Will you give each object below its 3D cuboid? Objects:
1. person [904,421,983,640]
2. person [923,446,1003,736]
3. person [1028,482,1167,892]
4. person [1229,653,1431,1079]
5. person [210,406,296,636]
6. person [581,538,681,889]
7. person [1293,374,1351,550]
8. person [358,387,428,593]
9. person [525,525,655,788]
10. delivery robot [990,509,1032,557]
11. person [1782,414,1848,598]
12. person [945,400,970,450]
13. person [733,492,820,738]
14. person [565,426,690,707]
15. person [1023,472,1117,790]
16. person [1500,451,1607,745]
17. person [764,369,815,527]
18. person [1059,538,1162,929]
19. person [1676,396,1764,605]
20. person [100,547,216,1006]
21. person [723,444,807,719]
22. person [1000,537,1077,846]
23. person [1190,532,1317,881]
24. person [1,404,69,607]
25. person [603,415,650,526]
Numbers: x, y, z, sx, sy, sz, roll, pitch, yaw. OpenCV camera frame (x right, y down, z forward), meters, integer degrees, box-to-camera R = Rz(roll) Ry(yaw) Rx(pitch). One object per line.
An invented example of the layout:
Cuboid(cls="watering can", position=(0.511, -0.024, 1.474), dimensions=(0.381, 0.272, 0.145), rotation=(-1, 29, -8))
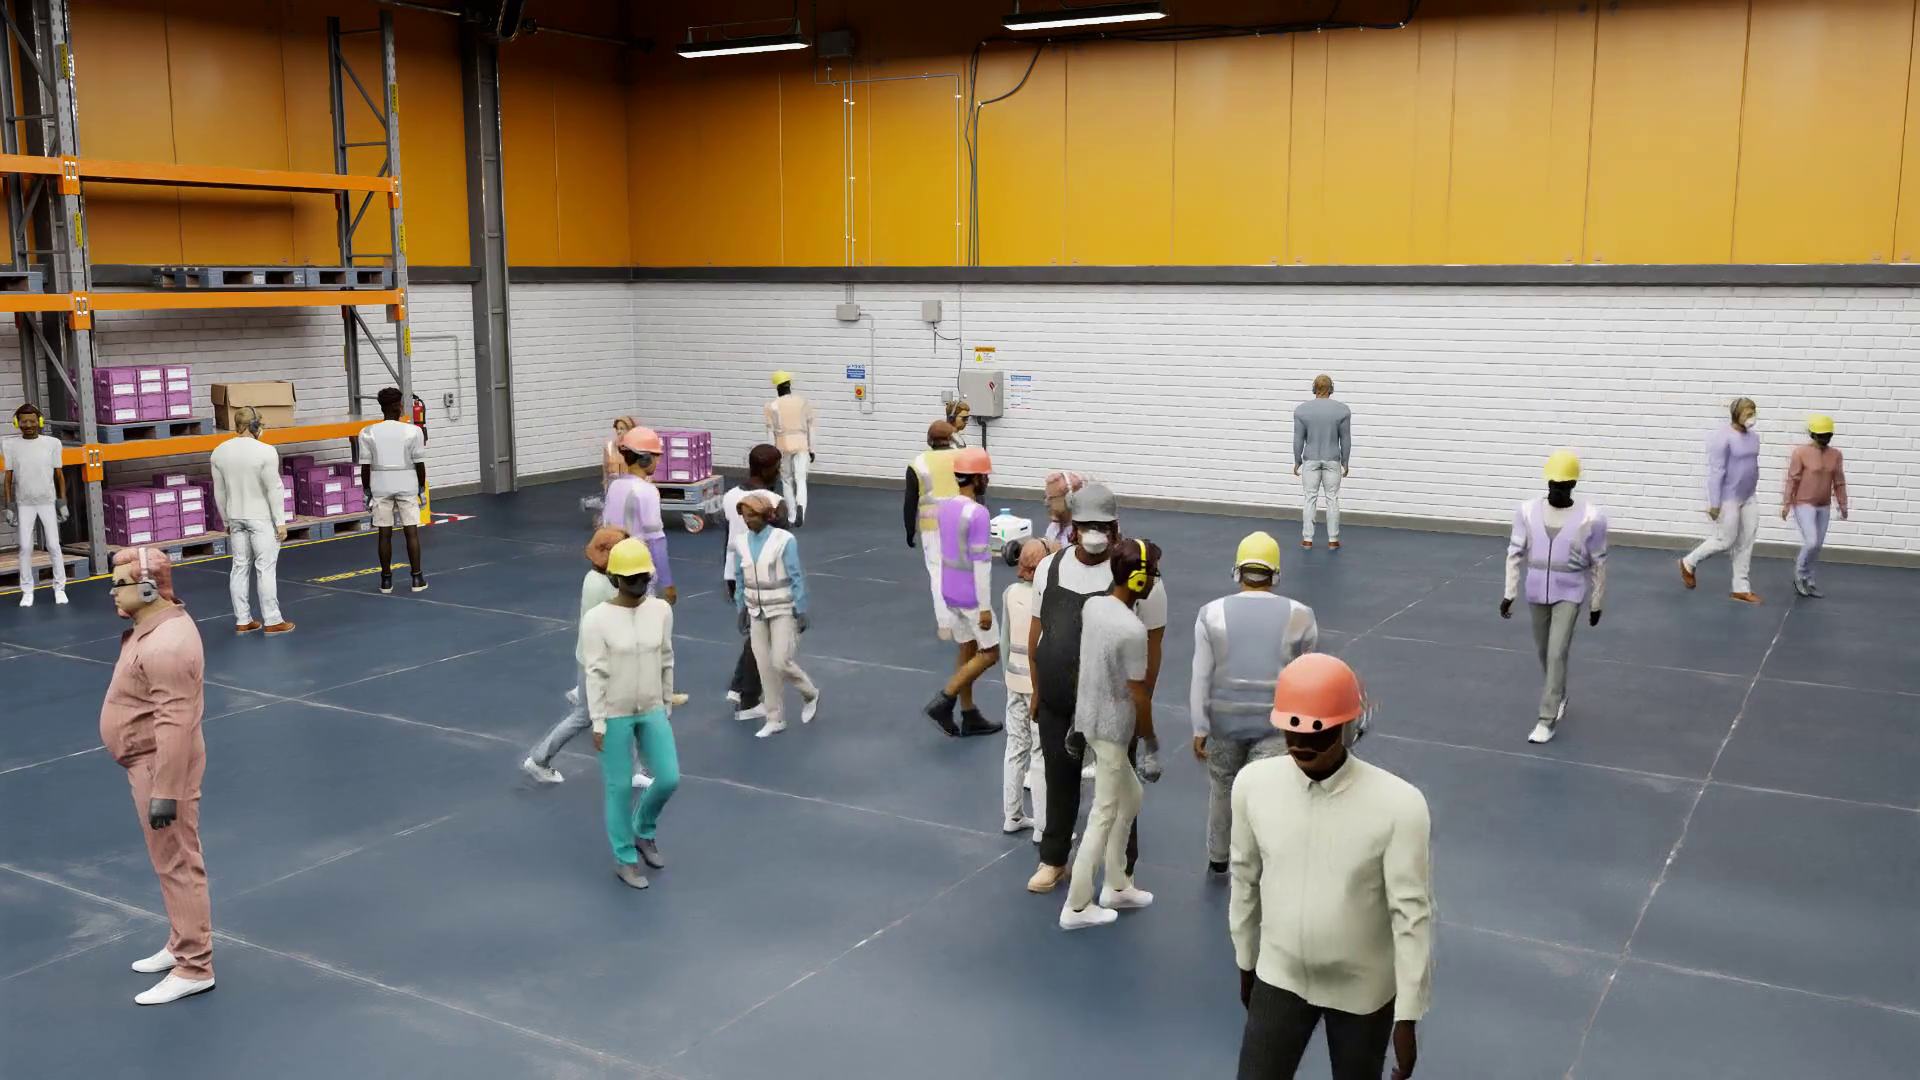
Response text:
Cuboid(cls="person", position=(-0.154, -0.109, 14.065), dimensions=(0.648, 1.792, 0.938), rotation=(-2, 9, -10))
Cuboid(cls="person", position=(0.031, 0.355, 10.764), dimensions=(0.506, 1.926, 0.571), rotation=(-5, 10, -28))
Cuboid(cls="person", position=(0.622, 0.734, 8.041), dimensions=(0.682, 2.000, 0.537), rotation=(4, 10, 23))
Cuboid(cls="person", position=(1.019, 1.299, 4.761), dimensions=(0.637, 1.964, 0.797), rotation=(5, 10, 29))
Cuboid(cls="person", position=(-5.918, -0.153, 13.915), dimensions=(0.627, 1.934, 0.371), rotation=(2, 9, 14))
Cuboid(cls="person", position=(-1.604, 0.855, 8.186), dimensions=(0.530, 1.752, 0.356), rotation=(-7, 12, -38))
Cuboid(cls="person", position=(3.967, -0.850, 18.263), dimensions=(0.627, 1.933, 0.371), rotation=(2, 9, 12))
Cuboid(cls="person", position=(-5.377, -0.472, 15.807), dimensions=(0.608, 1.963, 0.370), rotation=(-2, 9, -13))
Cuboid(cls="person", position=(-2.167, 0.692, 9.687), dimensions=(0.754, 1.592, 0.522), rotation=(1, 9, 5))
Cuboid(cls="delivery robot", position=(0.472, -0.086, 17.490), dimensions=(0.477, 0.478, 0.707), rotation=(5, 10, 28))
Cuboid(cls="person", position=(7.960, -0.313, 15.476), dimensions=(0.626, 1.738, 0.430), rotation=(-2, 9, -13))
Cuboid(cls="person", position=(-0.060, -0.409, 15.804), dimensions=(0.345, 1.840, 0.504), rotation=(2, 9, 11))
Cuboid(cls="person", position=(-1.222, 0.482, 10.915), dimensions=(0.544, 1.618, 0.477), rotation=(6, 11, 33))
Cuboid(cls="person", position=(-2.292, 0.241, 11.283), dimensions=(0.920, 2.007, 0.637), rotation=(-6, 11, -32))
Cuboid(cls="person", position=(0.603, 0.534, 9.832), dimensions=(0.900, 1.865, 0.653), rotation=(-3, 9, -17))
Cuboid(cls="person", position=(3.952, 0.339, 11.008), dimensions=(0.591, 1.889, 0.950), rotation=(7, 12, 39))
Cuboid(cls="person", position=(-2.013, -1.091, 19.892), dimensions=(0.618, 1.893, 0.784), rotation=(-2, 9, -14))
Cuboid(cls="person", position=(0.767, 0.894, 7.660), dimensions=(0.706, 1.835, 0.544), rotation=(-4, 10, -22))
Cuboid(cls="person", position=(7.110, -0.382, 15.397), dimensions=(0.637, 1.917, 0.749), rotation=(-5, 11, -30))
Cuboid(cls="person", position=(-3.364, 0.971, 6.979), dimensions=(0.409, 1.905, 0.651), rotation=(-5, 10, -26))
Cuboid(cls="person", position=(-1.354, 0.288, 11.285), dimensions=(0.464, 1.892, 0.599), rotation=(-8, 12, -40))
Cuboid(cls="person", position=(0.409, 0.800, 8.879), dimensions=(0.311, 1.638, 0.523), rotation=(-7, 11, -37))
Cuboid(cls="person", position=(1.419, 0.850, 8.063), dimensions=(0.583, 1.795, 0.807), rotation=(2, 9, 12))
Cuboid(cls="person", position=(-8.440, -0.321, 15.198), dimensions=(0.516, 1.860, 0.317), rotation=(-5, 10, -26))
Cuboid(cls="person", position=(-3.338, -0.431, 16.599), dimensions=(0.544, 1.625, 0.375), rotation=(3, 10, 17))
